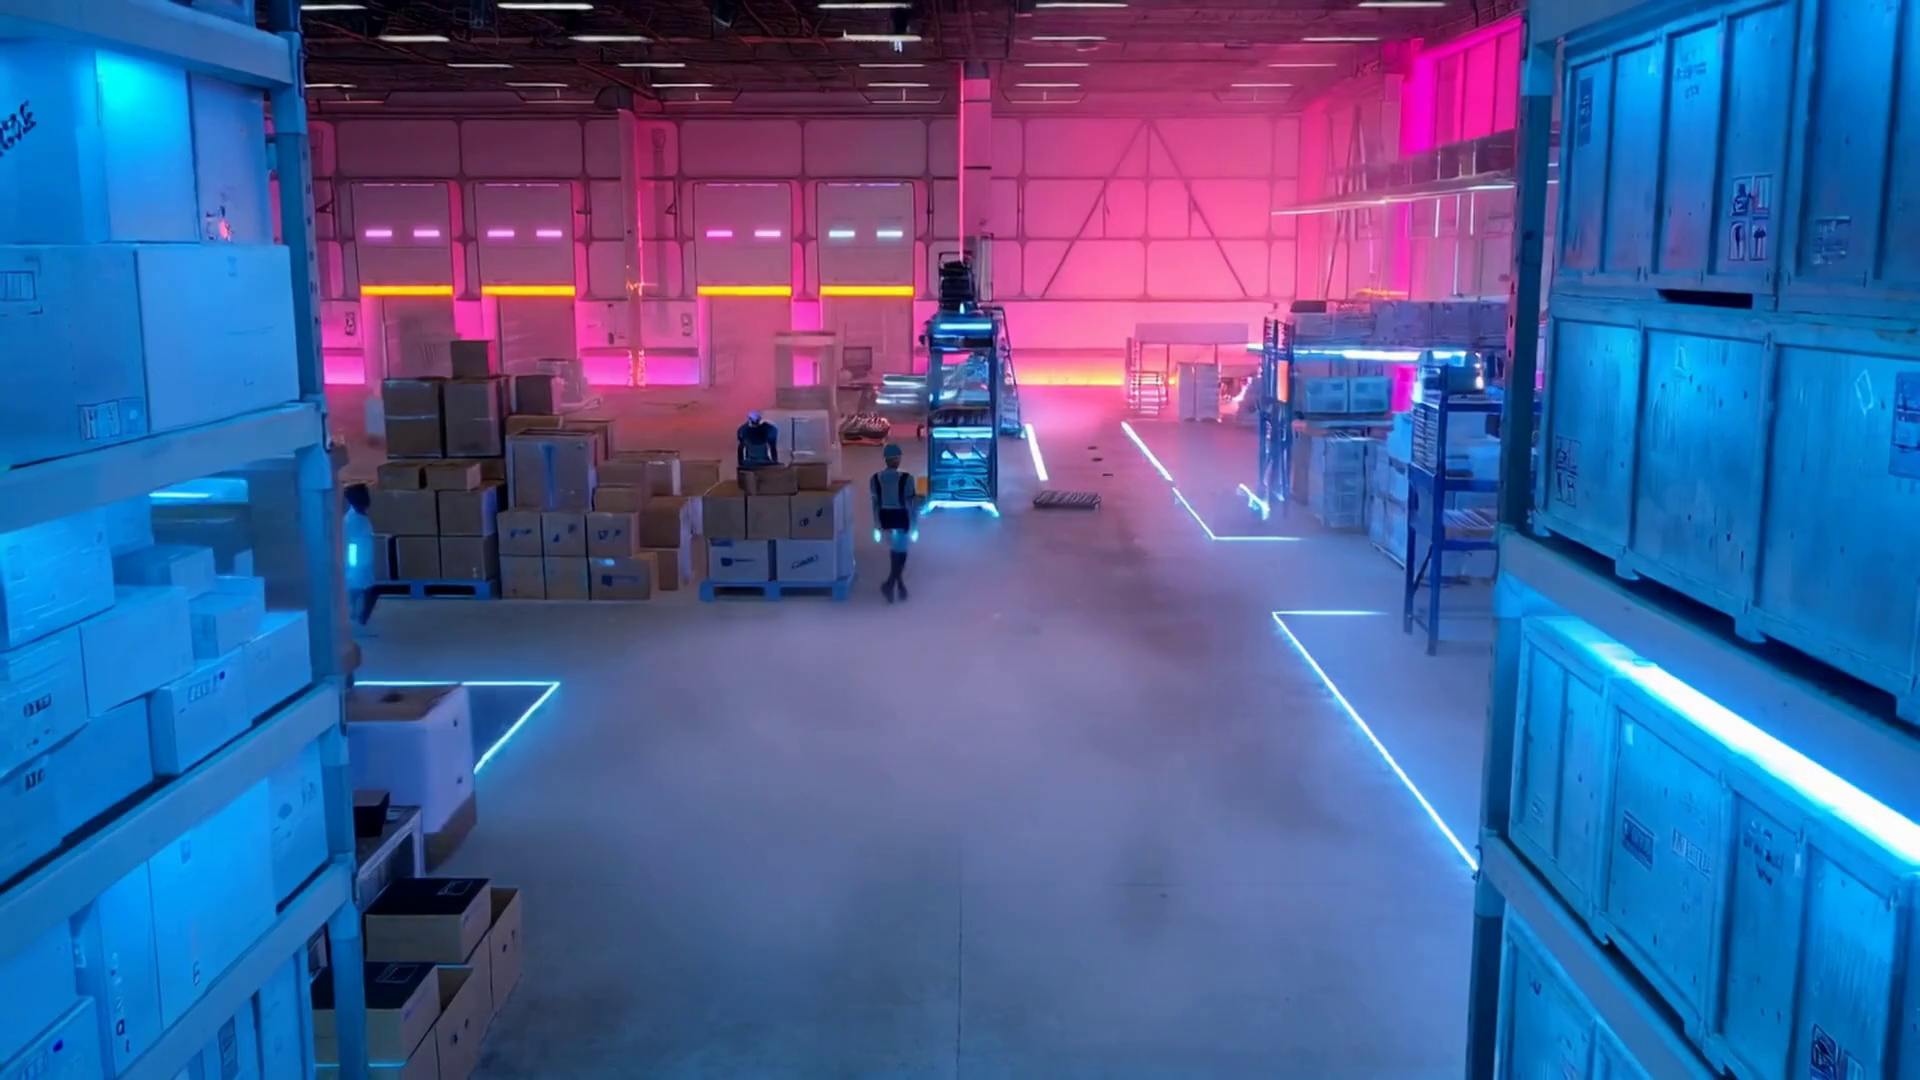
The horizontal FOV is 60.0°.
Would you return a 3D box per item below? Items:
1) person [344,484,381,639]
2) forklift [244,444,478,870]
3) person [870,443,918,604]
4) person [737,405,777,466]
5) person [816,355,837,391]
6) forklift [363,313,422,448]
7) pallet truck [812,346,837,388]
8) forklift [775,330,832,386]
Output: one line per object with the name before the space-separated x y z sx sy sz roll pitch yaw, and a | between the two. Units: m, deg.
person | -6.367 0.239 17.744 0.513 1.678 0.548 -2 10 -12
forklift | -4.384 0.772 11.246 1.873 2.768 1.129 0 10 -1
person | -0.804 -0.178 19.576 0.575 1.898 0.759 3 10 15
person | -2.975 -1.028 24.402 0.629 1.929 0.362 3 10 16
person | -3.259 -3.656 40.363 0.911 1.637 0.571 8 13 39
forklift | -11.744 -3.437 35.529 1.873 2.768 1.129 -5 11 -28
pallet truck | -3.021 -4.312 43.126 1.885 1.965 0.823 3 10 17
forklift | -2.607 -2.126 27.965 1.129 2.768 1.873 0 10 -3
